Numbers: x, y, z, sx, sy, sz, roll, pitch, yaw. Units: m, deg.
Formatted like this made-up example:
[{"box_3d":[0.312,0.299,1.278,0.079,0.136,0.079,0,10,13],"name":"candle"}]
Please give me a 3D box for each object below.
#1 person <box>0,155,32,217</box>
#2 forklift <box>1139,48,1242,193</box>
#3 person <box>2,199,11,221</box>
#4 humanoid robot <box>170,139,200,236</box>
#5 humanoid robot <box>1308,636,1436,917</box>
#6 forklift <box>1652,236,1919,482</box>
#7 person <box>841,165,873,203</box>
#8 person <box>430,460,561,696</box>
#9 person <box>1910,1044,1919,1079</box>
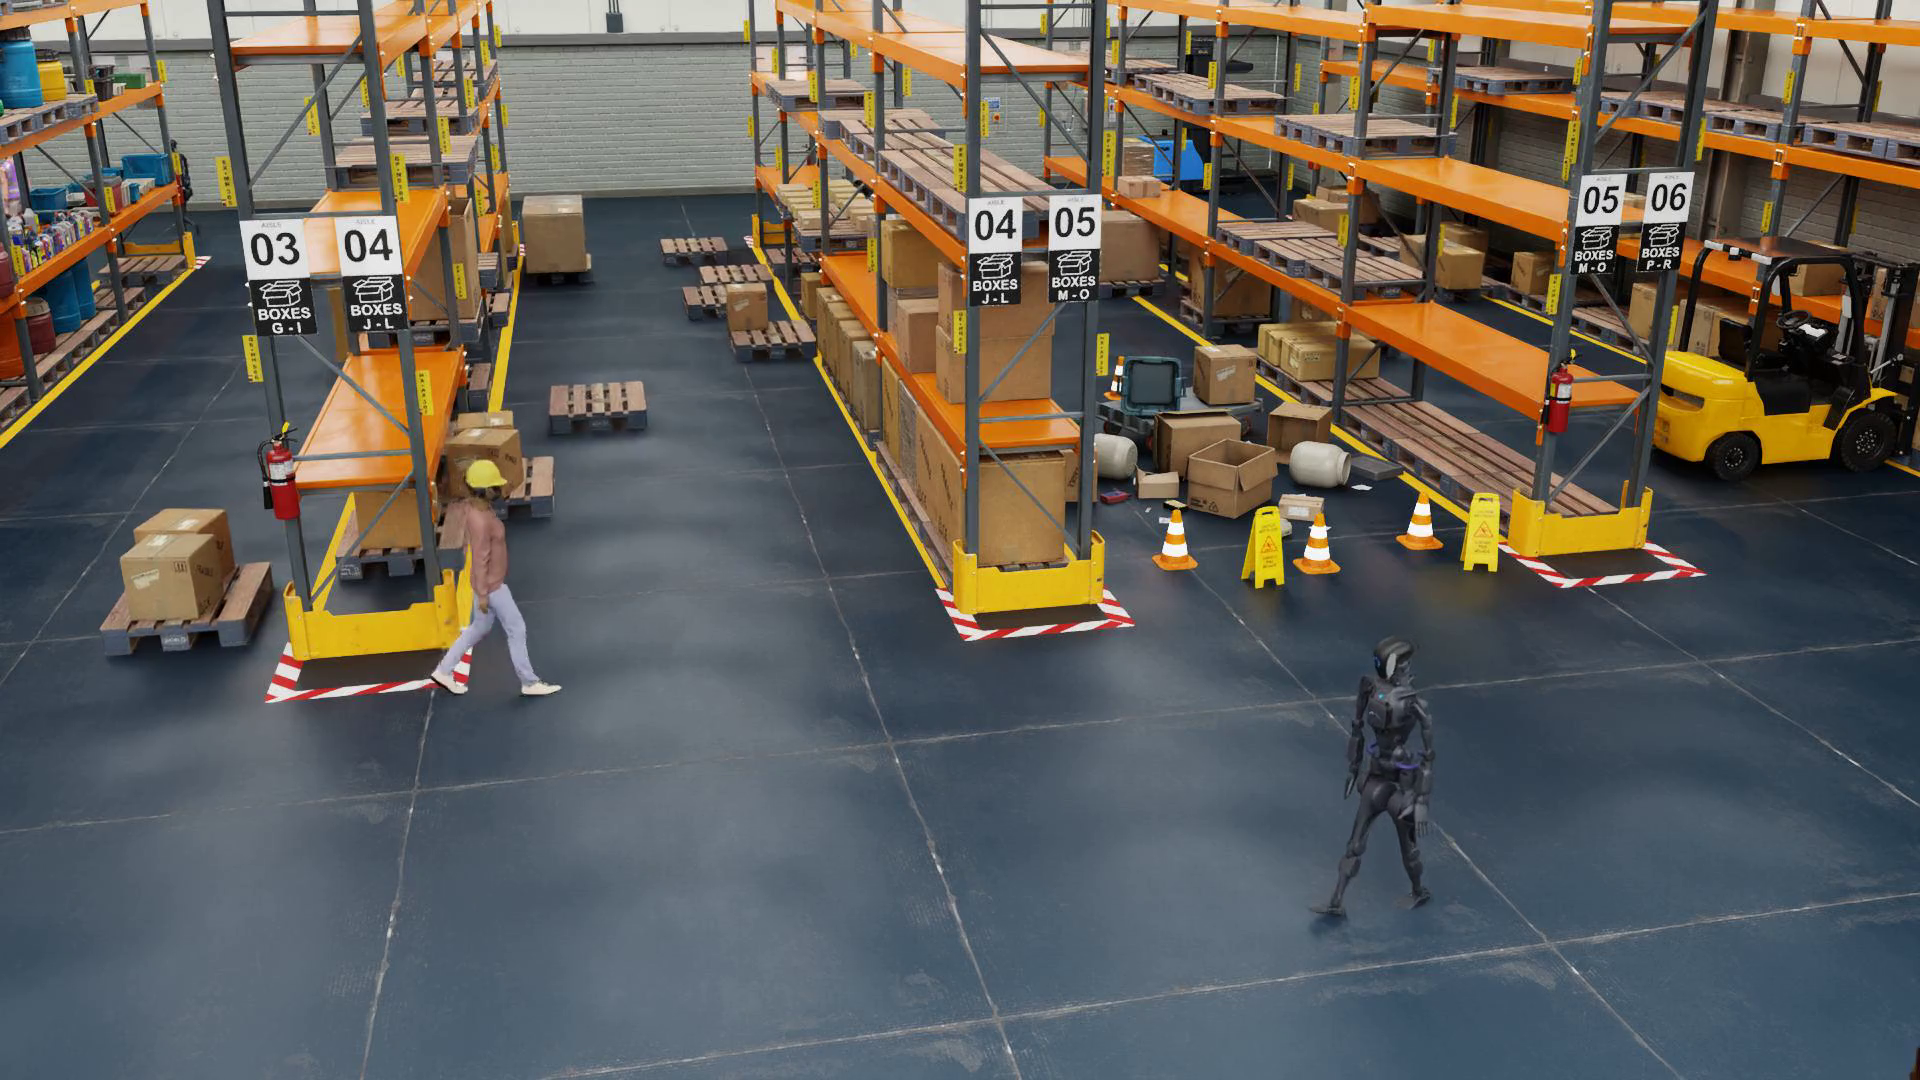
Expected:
[{"box_3d":[-15.366,-5.566,27.154,0.347,1.688,0.491,10,23,26],"name":"person"},{"box_3d":[4.566,-8.313,32.860,1.873,2.768,1.129,-4,21,-12],"name":"forklift"},{"box_3d":[-13.533,-4.232,23.457,0.530,1.757,0.819,-7,22,-18],"name":"person"},{"box_3d":[-13.301,-6.036,28.450,0.601,1.633,0.583,7,22,19],"name":"humanoid robot"},{"box_3d":[2.259,1.285,8.786,0.764,1.626,0.611,-12,23,-29],"name":"humanoid robot"},{"box_3d":[8.013,-1.814,16.330,2.313,2.155,1.214,-4,21,-12],"name":"forklift"},{"box_3d":[-1.978,-7.032,31.144,0.825,1.666,0.534,-2,20,-6],"name":"person"},{"box_3d":[-3.260,0.279,11.345,0.836,1.735,0.527,-5,21,-14],"name":"person"},{"box_3d":[3.036,2.393,5.427,0.617,1.890,0.735,0,20,0],"name":"person"}]
